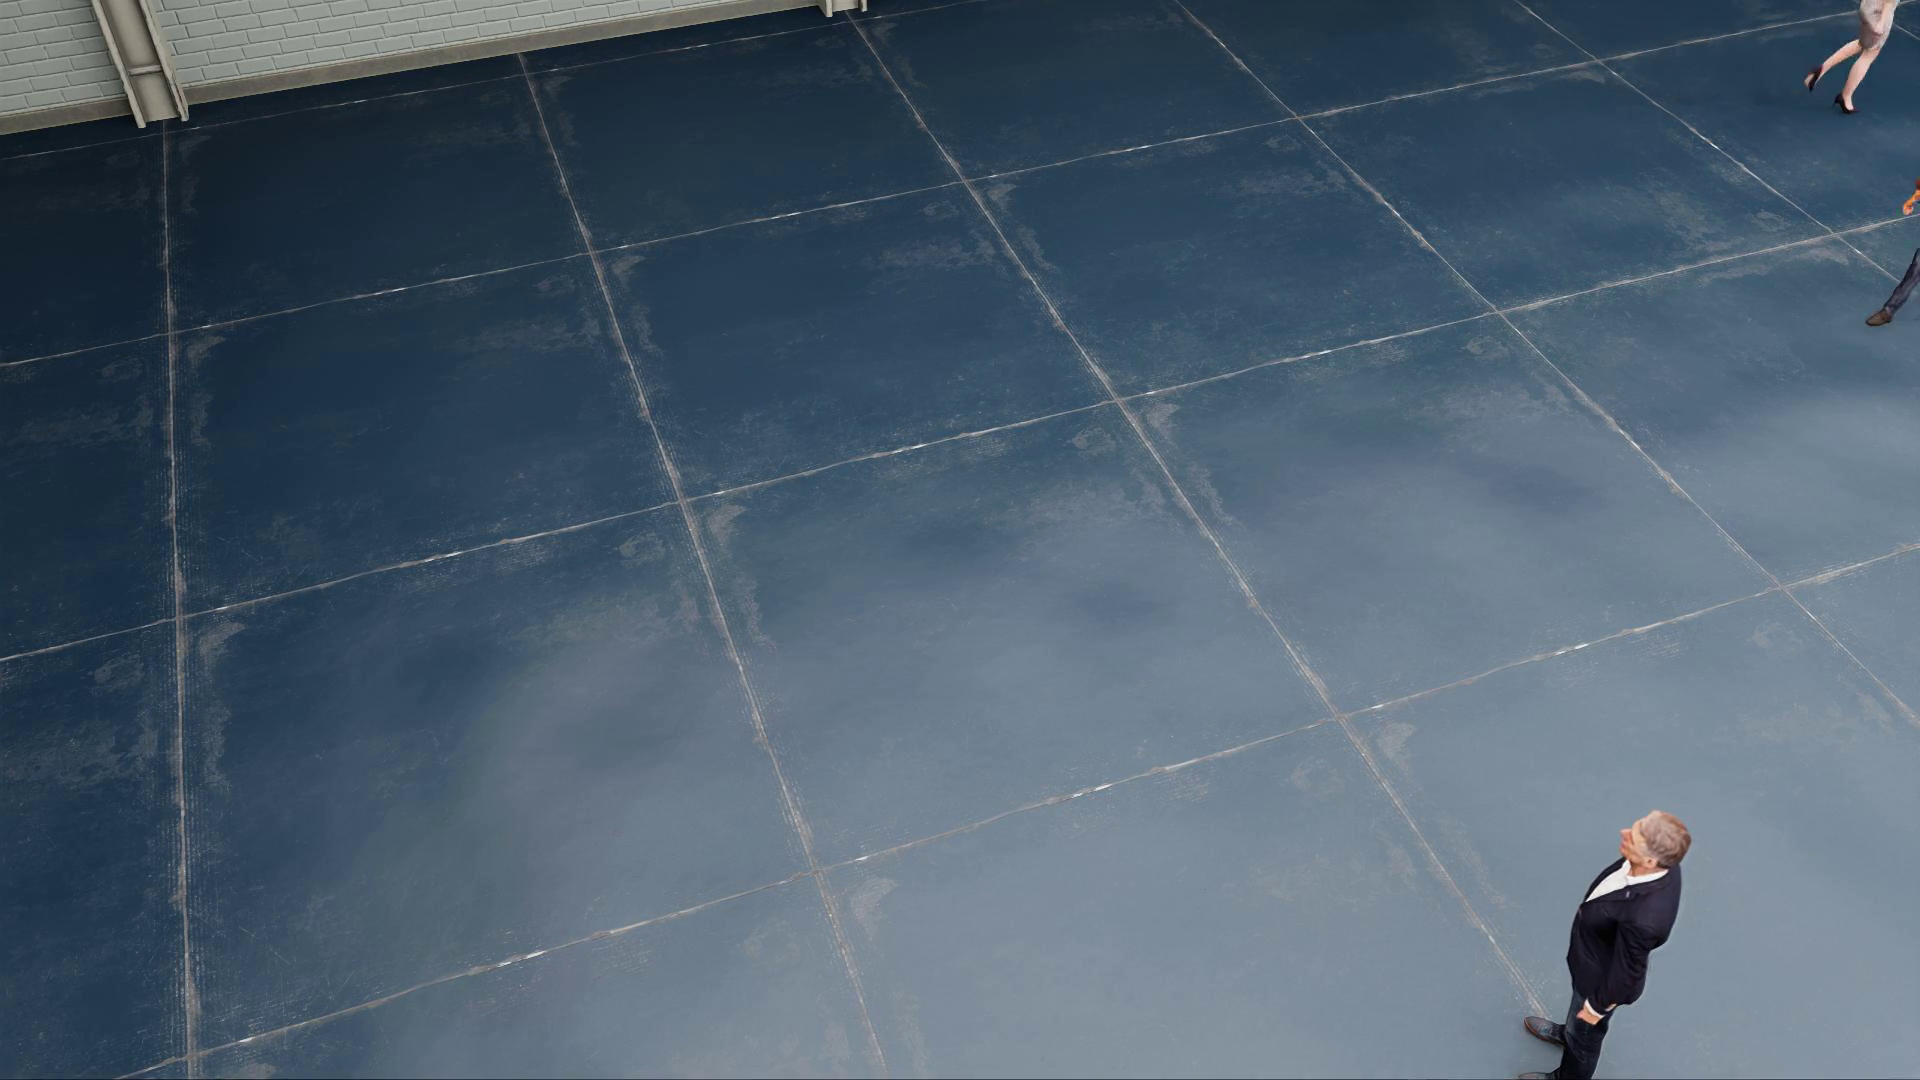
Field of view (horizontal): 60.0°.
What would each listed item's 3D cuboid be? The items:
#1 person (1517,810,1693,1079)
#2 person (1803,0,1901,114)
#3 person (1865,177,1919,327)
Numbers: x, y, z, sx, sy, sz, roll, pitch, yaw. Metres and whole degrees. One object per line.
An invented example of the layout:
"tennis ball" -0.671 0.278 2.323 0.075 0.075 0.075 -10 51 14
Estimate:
"person" 2.733 1.757 7.003 0.828 1.814 0.776 16 45 17
"person" 7.377 -4.283 13.530 0.887 1.735 0.785 5 43 5
"person" 6.843 -2.308 11.409 1.178 1.743 0.746 -20 47 -20
